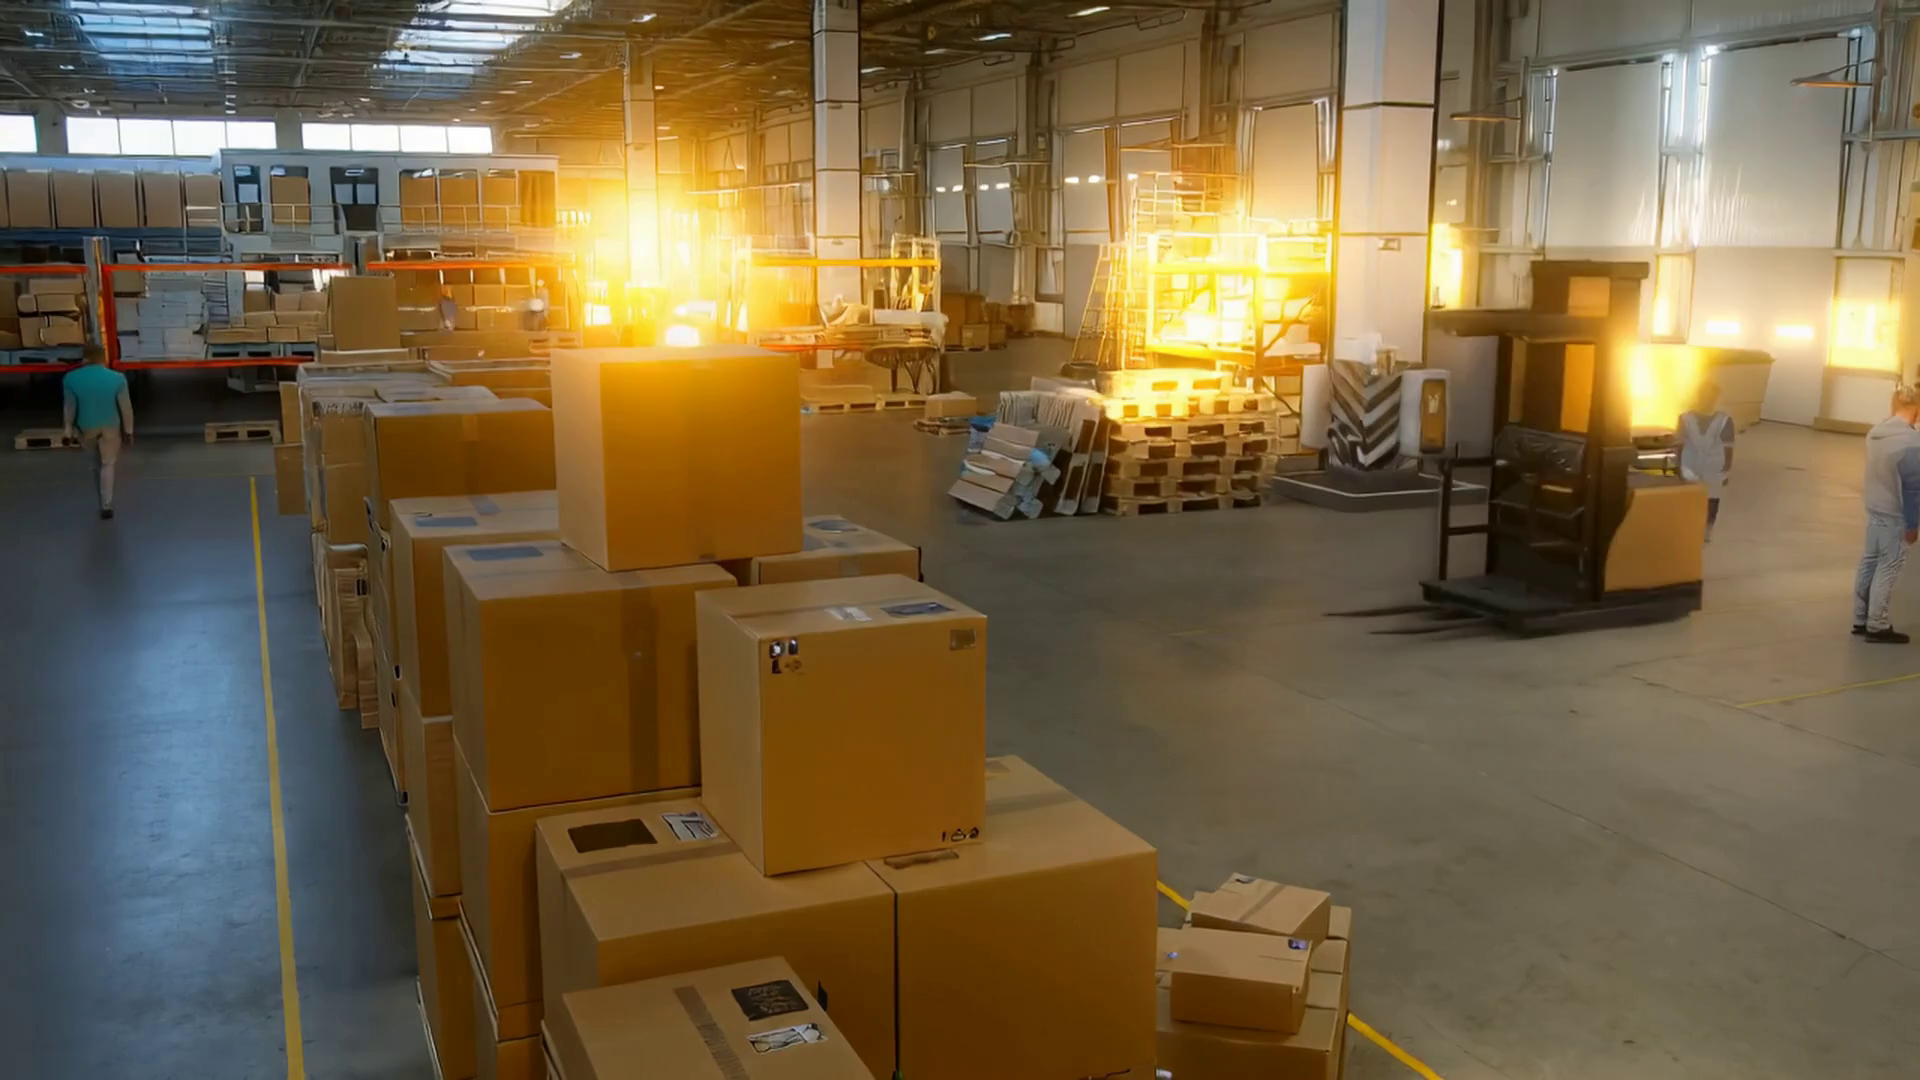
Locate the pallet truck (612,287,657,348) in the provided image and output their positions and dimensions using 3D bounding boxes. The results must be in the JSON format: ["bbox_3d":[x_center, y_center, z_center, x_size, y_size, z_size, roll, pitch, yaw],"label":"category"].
[{"bbox_3d":[-6.464,-4.406,35.401,0.823,1.965,1.885,6,12,32],"label":"pallet truck"}]

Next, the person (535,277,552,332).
[{"bbox_3d":[-11.604,-6.351,46.286,0.354,1.939,0.545,7,12,34],"label":"person"}]

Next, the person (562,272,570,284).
[{"bbox_3d":[-14.978,-9.330,63.242,0.294,1.744,0.486,2,11,12],"label":"person"}]

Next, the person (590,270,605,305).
[{"bbox_3d":[-13.211,-8.906,60.553,0.593,1.869,0.594,2,10,10],"label":"person"}]

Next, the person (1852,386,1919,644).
[{"bbox_3d":[6.918,-0.184,12.345,0.389,1.927,0.640,0,10,1],"label":"person"}]

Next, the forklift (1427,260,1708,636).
[{"bbox_3d":[4.850,-0.791,13.045,1.873,2.768,1.129,-4,11,-23],"label":"forklift"}]

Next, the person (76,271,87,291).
[{"bbox_3d":[-28.943,-7.917,54.835,0.613,1.964,0.361,10,14,43],"label":"person"}]

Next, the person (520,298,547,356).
[{"bbox_3d":[-8.493,-3.891,33.092,0.690,1.813,0.515,5,11,26],"label":"person"}]

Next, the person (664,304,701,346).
[{"bbox_3d":[-4.602,-2.935,27.544,0.587,1.912,0.417,-4,11,-23],"label":"person"}]

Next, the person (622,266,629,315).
[{"bbox_3d":[-12.906,-9.745,64.990,0.610,1.940,0.414,2,11,12],"label":"person"}]

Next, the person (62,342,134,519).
[{"bbox_3d":[-9.294,-1.191,17.994,0.650,1.887,1.043,-4,11,-20],"label":"person"}]

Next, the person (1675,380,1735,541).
[{"bbox_3d":[7.119,-0.705,15.916,0.532,1.680,0.650,6,12,30],"label":"person"}]

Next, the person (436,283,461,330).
[{"bbox_3d":[-12.601,-5.352,40.824,0.703,1.925,0.633,5,12,27],"label":"person"}]

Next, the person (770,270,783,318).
[{"bbox_3d":[-6.876,-9.217,62.386,0.447,1.827,0.639,2,11,13],"label":"person"}]
